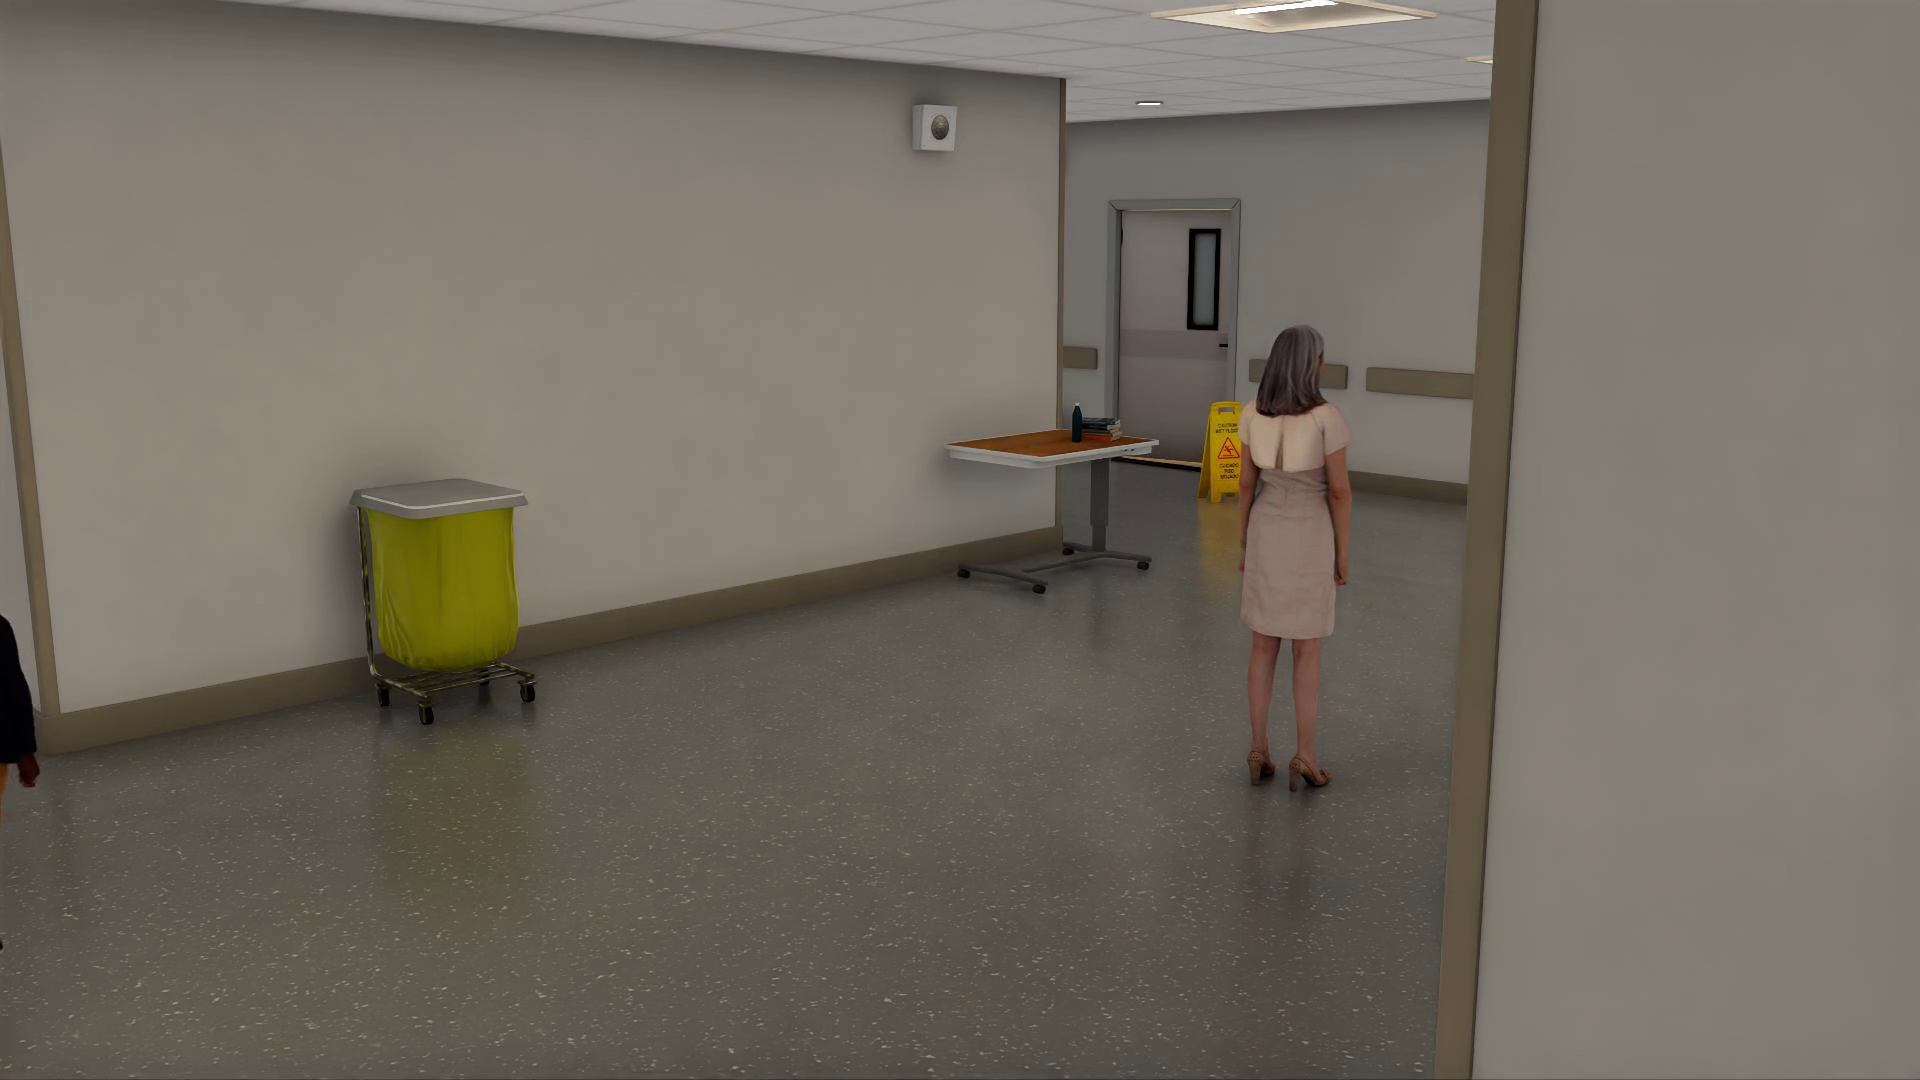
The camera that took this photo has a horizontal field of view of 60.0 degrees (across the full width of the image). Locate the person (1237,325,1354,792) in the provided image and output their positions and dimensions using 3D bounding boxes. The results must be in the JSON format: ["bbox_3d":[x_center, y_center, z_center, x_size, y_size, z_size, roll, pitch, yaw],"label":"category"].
[{"bbox_3d":[1.236,0.069,6.203,0.544,1.736,0.700,7,13,33],"label":"person"}]

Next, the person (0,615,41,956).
[{"bbox_3d":[-2.884,0.584,4.765,0.568,1.261,0.673,-8,14,-38],"label":"person"}]
